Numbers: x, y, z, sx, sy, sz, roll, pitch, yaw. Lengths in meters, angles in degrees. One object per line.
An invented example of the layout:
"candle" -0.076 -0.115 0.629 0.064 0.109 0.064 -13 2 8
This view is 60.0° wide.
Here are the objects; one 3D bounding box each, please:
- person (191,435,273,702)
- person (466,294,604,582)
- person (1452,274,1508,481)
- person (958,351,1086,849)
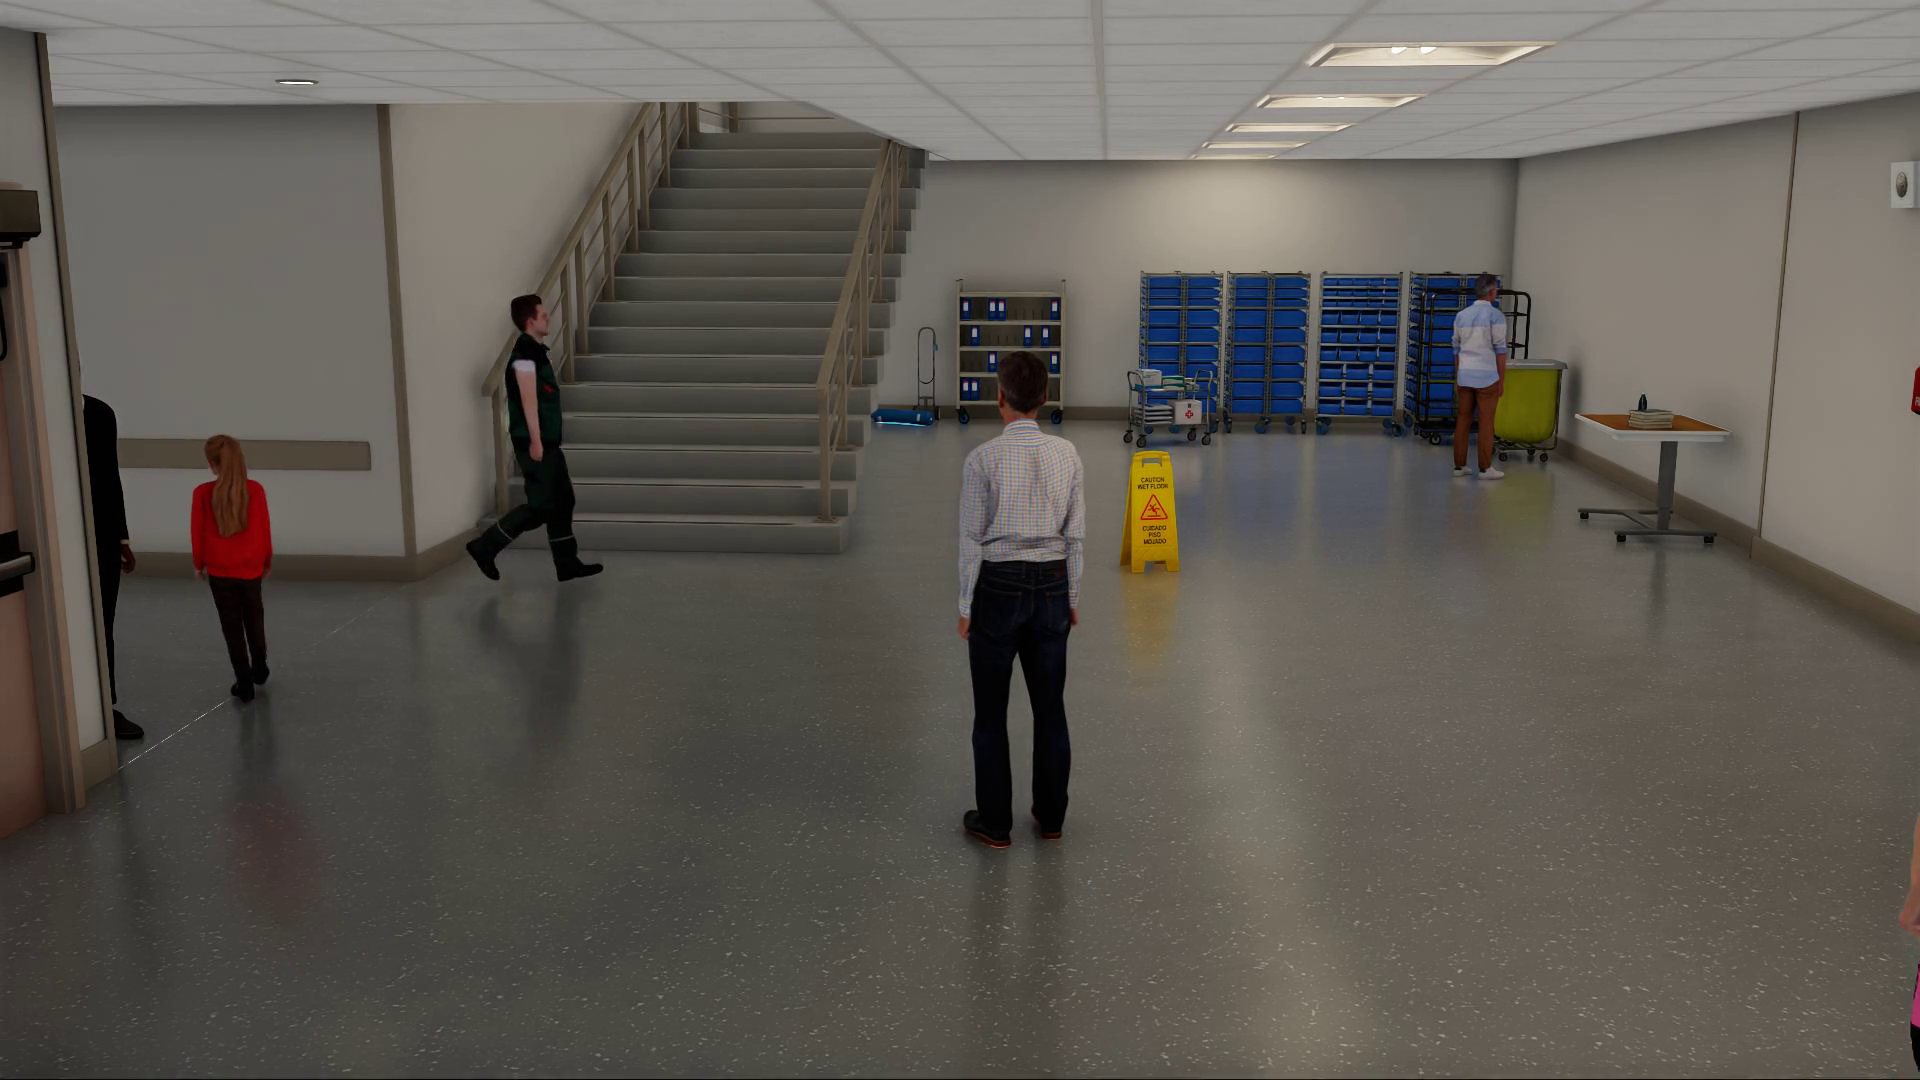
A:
"person" -3.450 0.146 7.939 0.654 1.268 0.717 -8 13 -36
"person" -2.708 -0.605 10.415 0.924 1.822 1.083 -3 11 -14
"person" 4.670 -1.470 14.957 0.818 1.827 0.757 -9 14 -39
"person" 0.221 0.211 6.126 0.721 1.816 0.704 -4 11 -20
